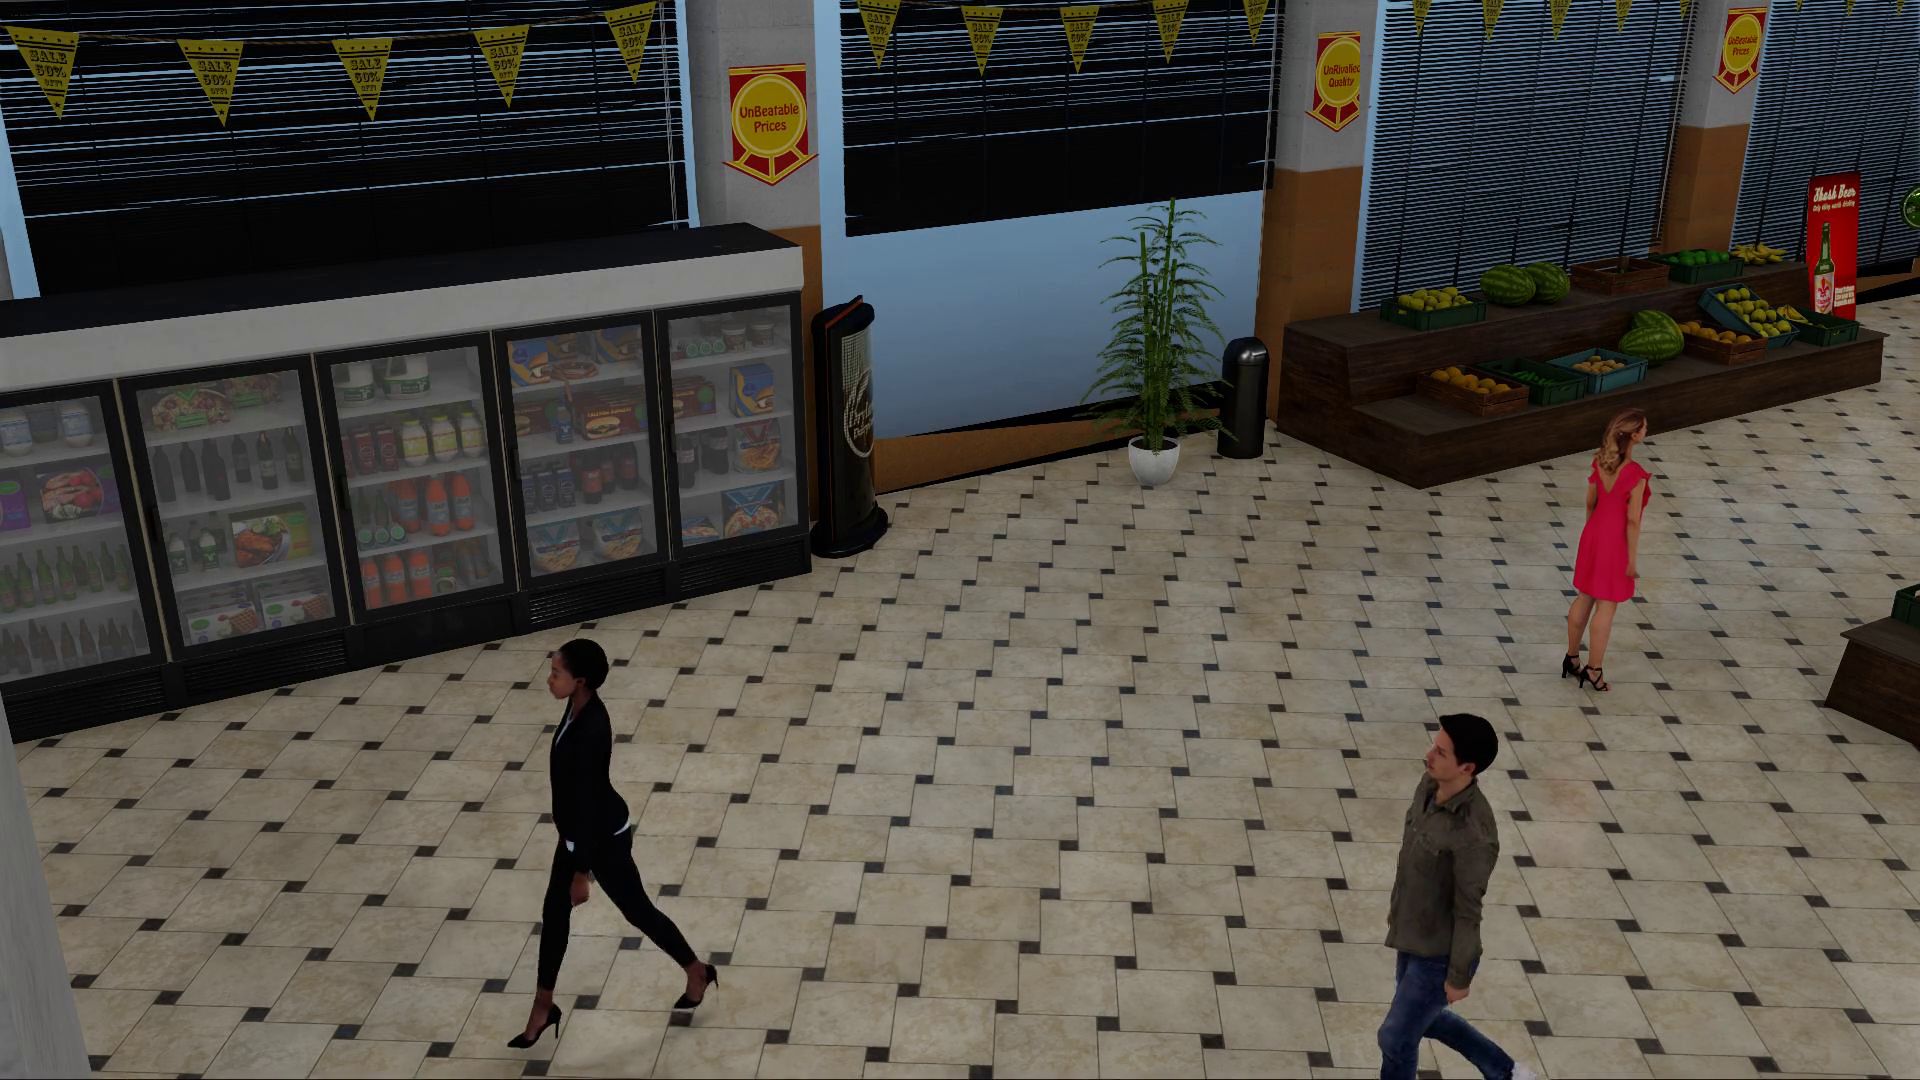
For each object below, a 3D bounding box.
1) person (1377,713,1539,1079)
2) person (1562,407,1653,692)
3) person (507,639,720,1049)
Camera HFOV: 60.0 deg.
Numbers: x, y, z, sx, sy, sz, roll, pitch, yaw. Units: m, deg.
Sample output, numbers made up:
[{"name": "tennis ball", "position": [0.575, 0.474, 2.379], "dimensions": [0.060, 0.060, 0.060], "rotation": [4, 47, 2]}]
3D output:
[{"name": "person", "position": [1.812, 1.463, 6.068], "dimensions": [1.194, 1.847, 1.034], "rotation": [0, 22, 0]}, {"name": "person", "position": [3.792, 0.043, 9.760], "dimensions": [0.604, 1.728, 0.616], "rotation": [-7, 23, -17]}, {"name": "person", "position": [-1.359, 1.245, 6.689], "dimensions": [1.135, 1.788, 0.696], "rotation": [-9, 24, -21]}]
